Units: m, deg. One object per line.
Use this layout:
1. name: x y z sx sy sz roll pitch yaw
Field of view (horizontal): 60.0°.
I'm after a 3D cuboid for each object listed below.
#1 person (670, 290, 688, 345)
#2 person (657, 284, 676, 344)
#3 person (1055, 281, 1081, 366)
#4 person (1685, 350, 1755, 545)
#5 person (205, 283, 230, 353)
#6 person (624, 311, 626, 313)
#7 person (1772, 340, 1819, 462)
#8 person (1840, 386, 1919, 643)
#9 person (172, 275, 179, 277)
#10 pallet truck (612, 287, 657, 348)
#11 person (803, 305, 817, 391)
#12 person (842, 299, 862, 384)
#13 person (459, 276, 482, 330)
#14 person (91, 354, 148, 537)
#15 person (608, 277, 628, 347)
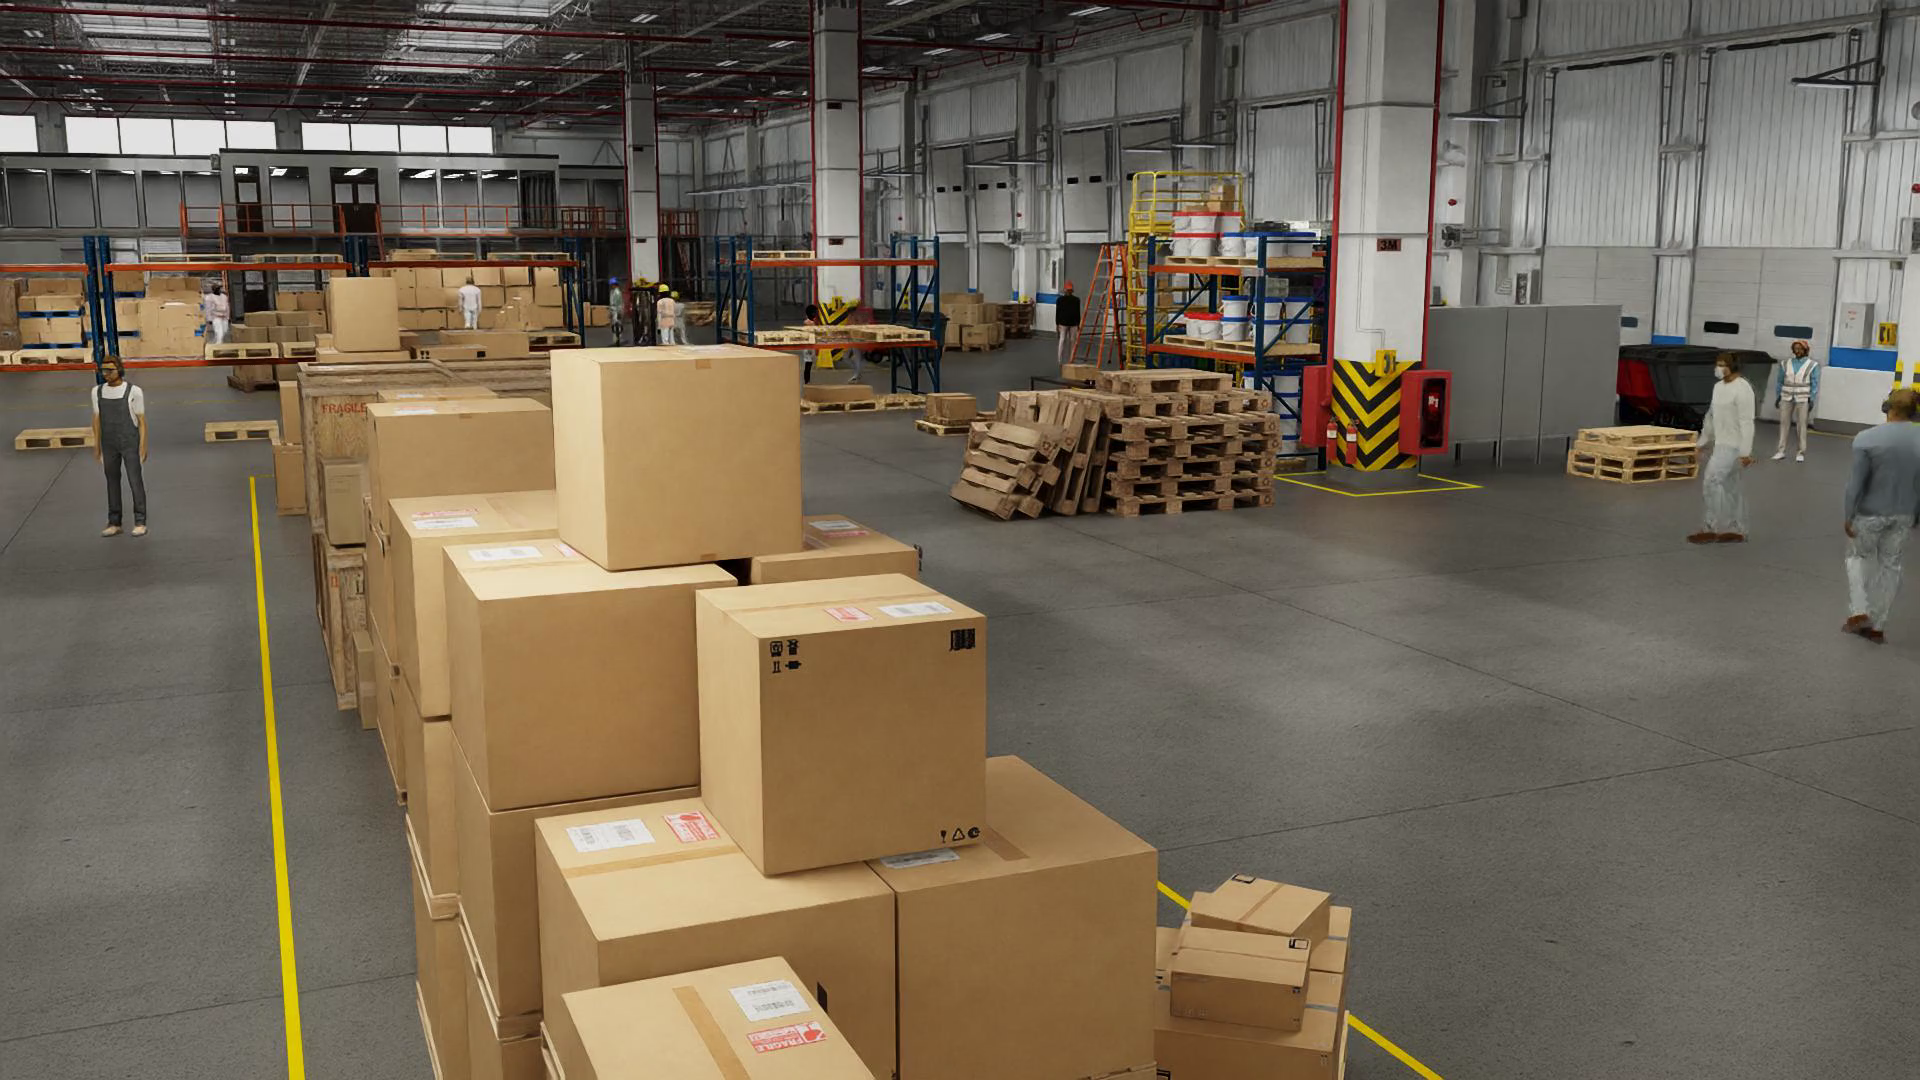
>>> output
1. person: -6.963 -5.309 41.127 0.488 1.720 0.662 -7 13 -35
2. person: -6.942 -5.061 39.251 0.410 1.918 0.587 6 12 31
3. person: 2.556 -5.100 39.235 0.626 1.992 0.387 -3 11 -15
4. person: 7.434 -0.904 16.345 0.773 1.910 0.635 1 10 6
5. person: -19.569 -5.850 43.828 0.566 1.831 0.637 5 12 28
6. person: -13.104 -9.991 66.271 0.902 1.956 0.641 5 11 26
7. person: 11.295 -1.882 22.479 0.514 1.641 0.308 9 14 42
8. person: 6.893 -0.188 12.384 0.640 1.914 0.443 1 10 7
9. person: -25.320 -7.683 53.979 0.709 1.819 0.624 -10 14 -43
10. pallet truck: -6.464 -4.406 35.401 0.823 1.965 1.885 6 12 32
11. person: -2.958 -3.787 32.831 0.320 1.692 0.531 0 10 1
12. person: -2.226 -4.101 34.379 0.409 1.749 0.554 -6 12 -30
13. person: -14.130 -6.655 48.030 0.639 1.916 0.785 -3 11 -16
14. person: -8.455 -0.946 16.753 0.506 1.845 0.342 -1 10 -3
15. person: -9.503 -6.335 46.246 0.477 1.933 0.700 -4 11 -22
